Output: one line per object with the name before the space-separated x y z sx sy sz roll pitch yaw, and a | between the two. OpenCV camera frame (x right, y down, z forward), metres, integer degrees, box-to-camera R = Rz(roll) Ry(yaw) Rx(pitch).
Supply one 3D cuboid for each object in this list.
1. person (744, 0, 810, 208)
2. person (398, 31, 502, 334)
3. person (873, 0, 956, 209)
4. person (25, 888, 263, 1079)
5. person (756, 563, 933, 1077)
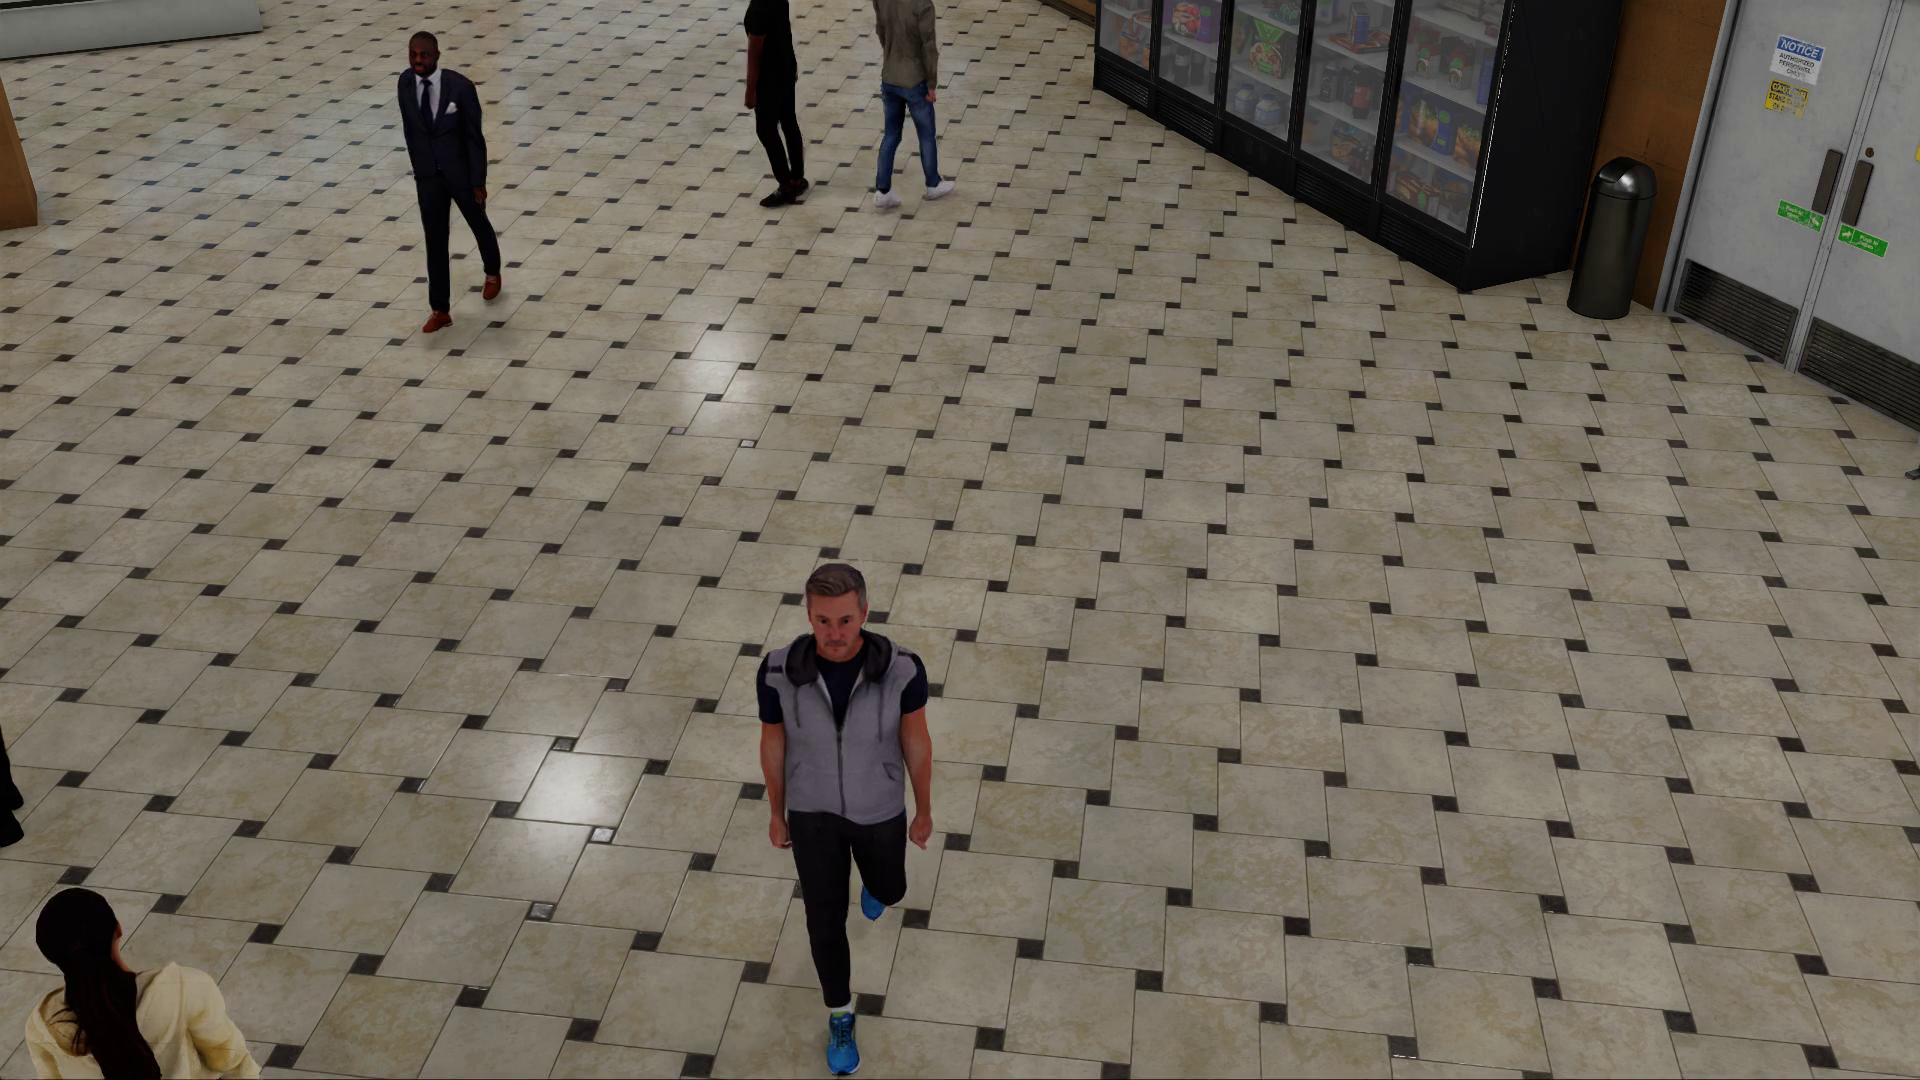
person | -1.297 -3.353 12.089 0.886 1.789 0.835 18 36 27
person | -3.139 -2.264 10.352 1.264 1.775 1.175 3 32 5
person | -0.443 -3.285 11.909 1.006 1.864 1.123 18 36 27
person | -2.034 1.600 4.302 0.995 1.606 0.867 -4 32 -6
person | -0.360 0.815 5.372 1.124 1.808 1.003 -2 32 -3
